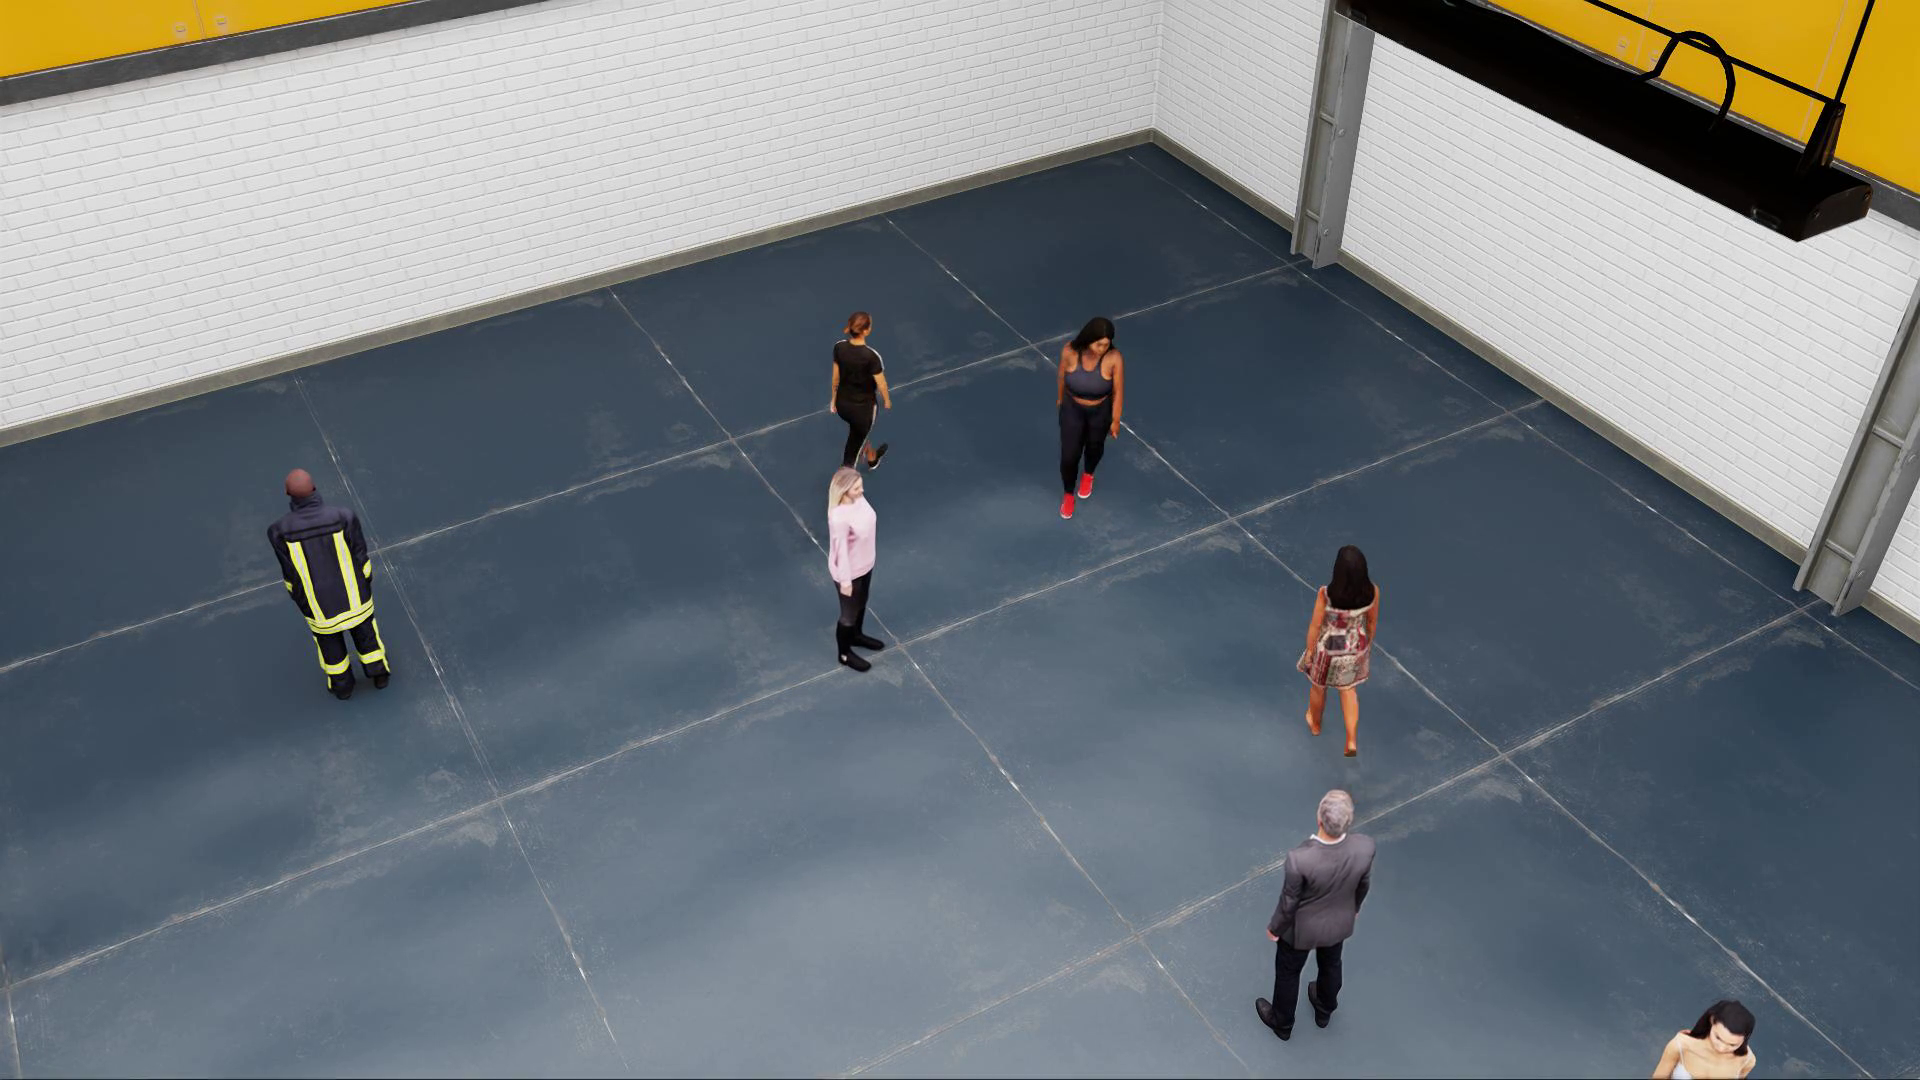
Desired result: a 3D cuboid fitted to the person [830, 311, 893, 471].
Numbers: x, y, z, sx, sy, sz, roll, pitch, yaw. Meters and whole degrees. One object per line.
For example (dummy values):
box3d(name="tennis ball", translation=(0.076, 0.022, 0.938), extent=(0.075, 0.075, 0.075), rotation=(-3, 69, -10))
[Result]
box3d(name="person", translation=(-0.859, -0.983, 12.957), extent=(1.037, 1.636, 0.904), rotation=(24, 45, 27))

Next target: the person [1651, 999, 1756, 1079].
box3d(name="person", translation=(3.533, 2.799, 8.146), extent=(0.671, 1.731, 0.713), rotation=(6, 39, 8))

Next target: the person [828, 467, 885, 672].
box3d(name="person", translation=(-0.759, 0.172, 11.472), extent=(0.735, 1.684, 0.684), rotation=(12, 40, 14))

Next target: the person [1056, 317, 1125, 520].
box3d(name="person", translation=(0.981, -1.041, 12.923), extent=(0.937, 1.769, 1.017), rotation=(10, 40, 12))

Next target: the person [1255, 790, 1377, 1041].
box3d(name="person", translation=(1.924, 2.032, 9.019), extent=(0.773, 1.839, 0.660), rotation=(-11, 40, -14))

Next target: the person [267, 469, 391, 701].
box3d(name="person", translation=(-4.245, 0.288, 11.219), extent=(0.758, 1.819, 0.699), rotation=(-15, 41, -18))

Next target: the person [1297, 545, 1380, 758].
box3d(name="person", translation=(2.474, 0.756, 10.782), extent=(0.838, 1.633, 0.984), rotation=(-3, 39, -4))
